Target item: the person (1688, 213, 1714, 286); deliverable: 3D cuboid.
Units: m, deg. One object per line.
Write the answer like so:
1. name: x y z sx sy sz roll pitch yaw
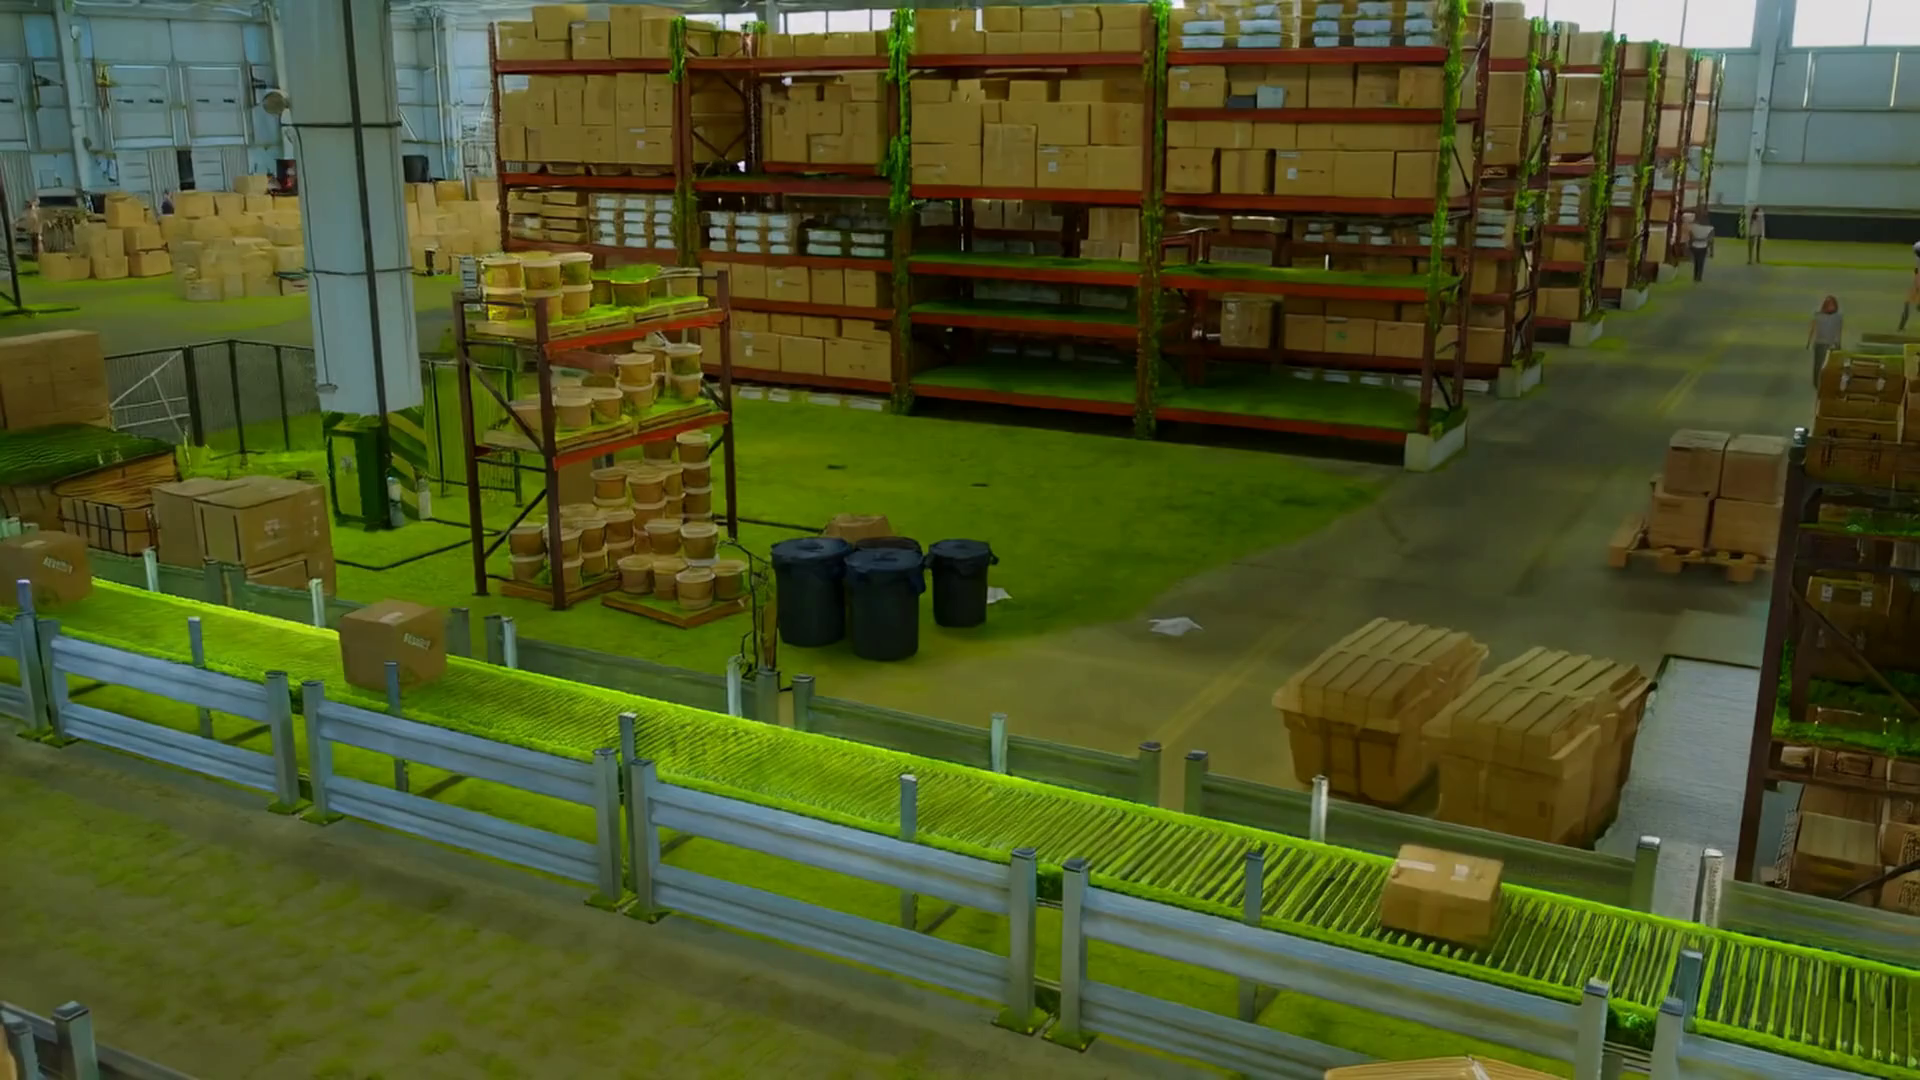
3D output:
1. person: 19.477 -7.640 43.756 0.604 1.882 0.929 13 20 41

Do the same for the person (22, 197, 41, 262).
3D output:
1. person: -27.872 -9.313 49.915 0.372 1.940 0.630 -14 20 -41

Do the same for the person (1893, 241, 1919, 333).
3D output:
1. person: 19.710 -5.119 34.041 0.998 2.008 0.615 6 16 21

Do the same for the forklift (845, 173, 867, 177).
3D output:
1. forklift: -3.950 -13.443 63.637 1.129 2.768 1.873 8 17 28

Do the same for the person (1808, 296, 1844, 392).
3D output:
1. person: 14.572 -3.326 28.038 0.505 1.605 0.761 5 16 18

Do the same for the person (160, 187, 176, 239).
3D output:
1. person: -27.187 -11.194 57.189 0.529 1.828 0.498 -3 15 -10

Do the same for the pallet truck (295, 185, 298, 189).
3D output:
1. pallet truck: -26.804 -14.617 69.738 1.885 1.965 0.823 -14 20 -42

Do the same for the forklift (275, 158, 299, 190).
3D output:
1. forklift: -22.628 -11.539 56.478 1.873 2.768 1.129 8 17 28

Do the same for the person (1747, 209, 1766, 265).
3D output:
1. person: 23.502 -8.941 49.100 0.498 1.633 0.284 9 18 32

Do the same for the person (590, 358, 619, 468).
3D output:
1. person: -4.483 -1.472 20.968 0.544 1.648 0.857 -4 16 -16
